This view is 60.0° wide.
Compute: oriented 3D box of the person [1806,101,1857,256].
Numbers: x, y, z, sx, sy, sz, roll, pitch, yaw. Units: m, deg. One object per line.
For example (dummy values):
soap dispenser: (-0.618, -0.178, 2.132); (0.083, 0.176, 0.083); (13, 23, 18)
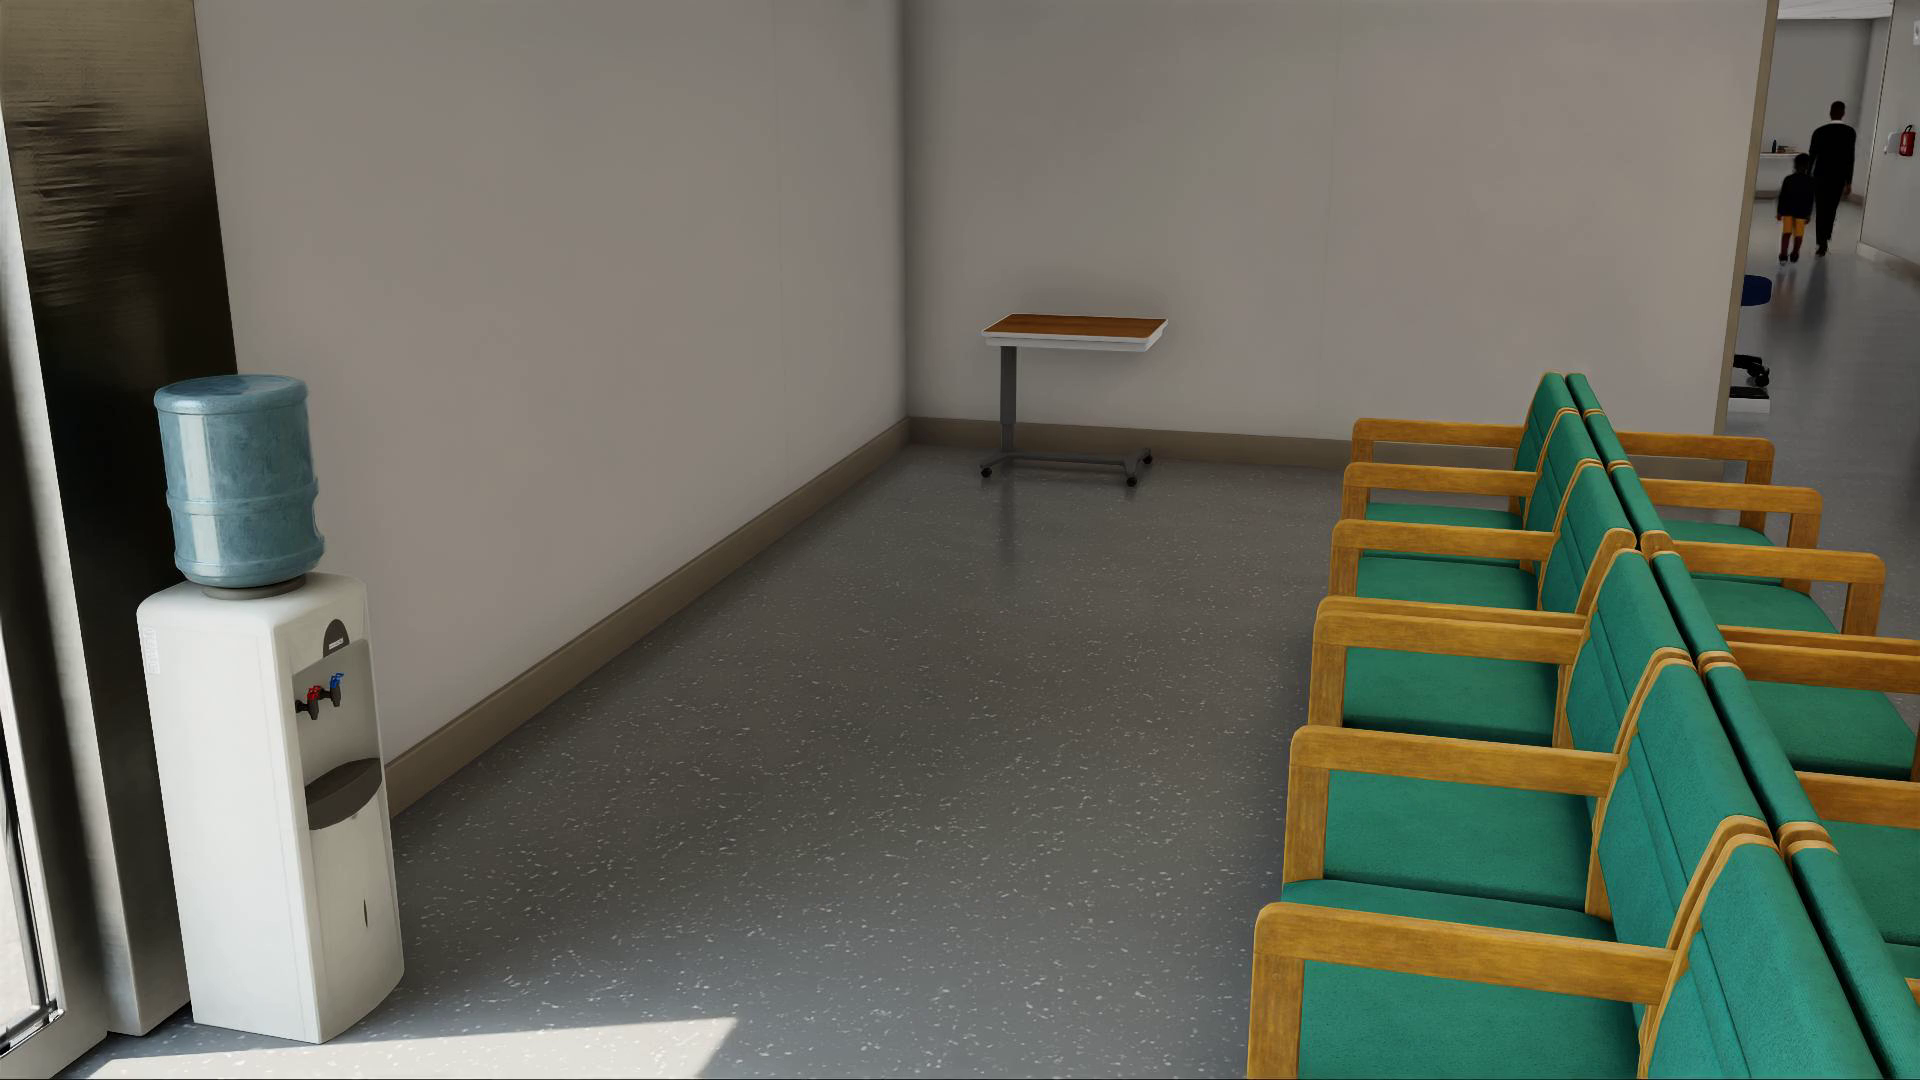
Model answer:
person: (10.320, -4.263, 19.732); (0.983, 1.779, 0.802); (6, 17, 21)

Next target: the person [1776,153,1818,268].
person: (9.335, -3.668, 18.610); (0.898, 1.242, 0.741); (9, 18, 30)
